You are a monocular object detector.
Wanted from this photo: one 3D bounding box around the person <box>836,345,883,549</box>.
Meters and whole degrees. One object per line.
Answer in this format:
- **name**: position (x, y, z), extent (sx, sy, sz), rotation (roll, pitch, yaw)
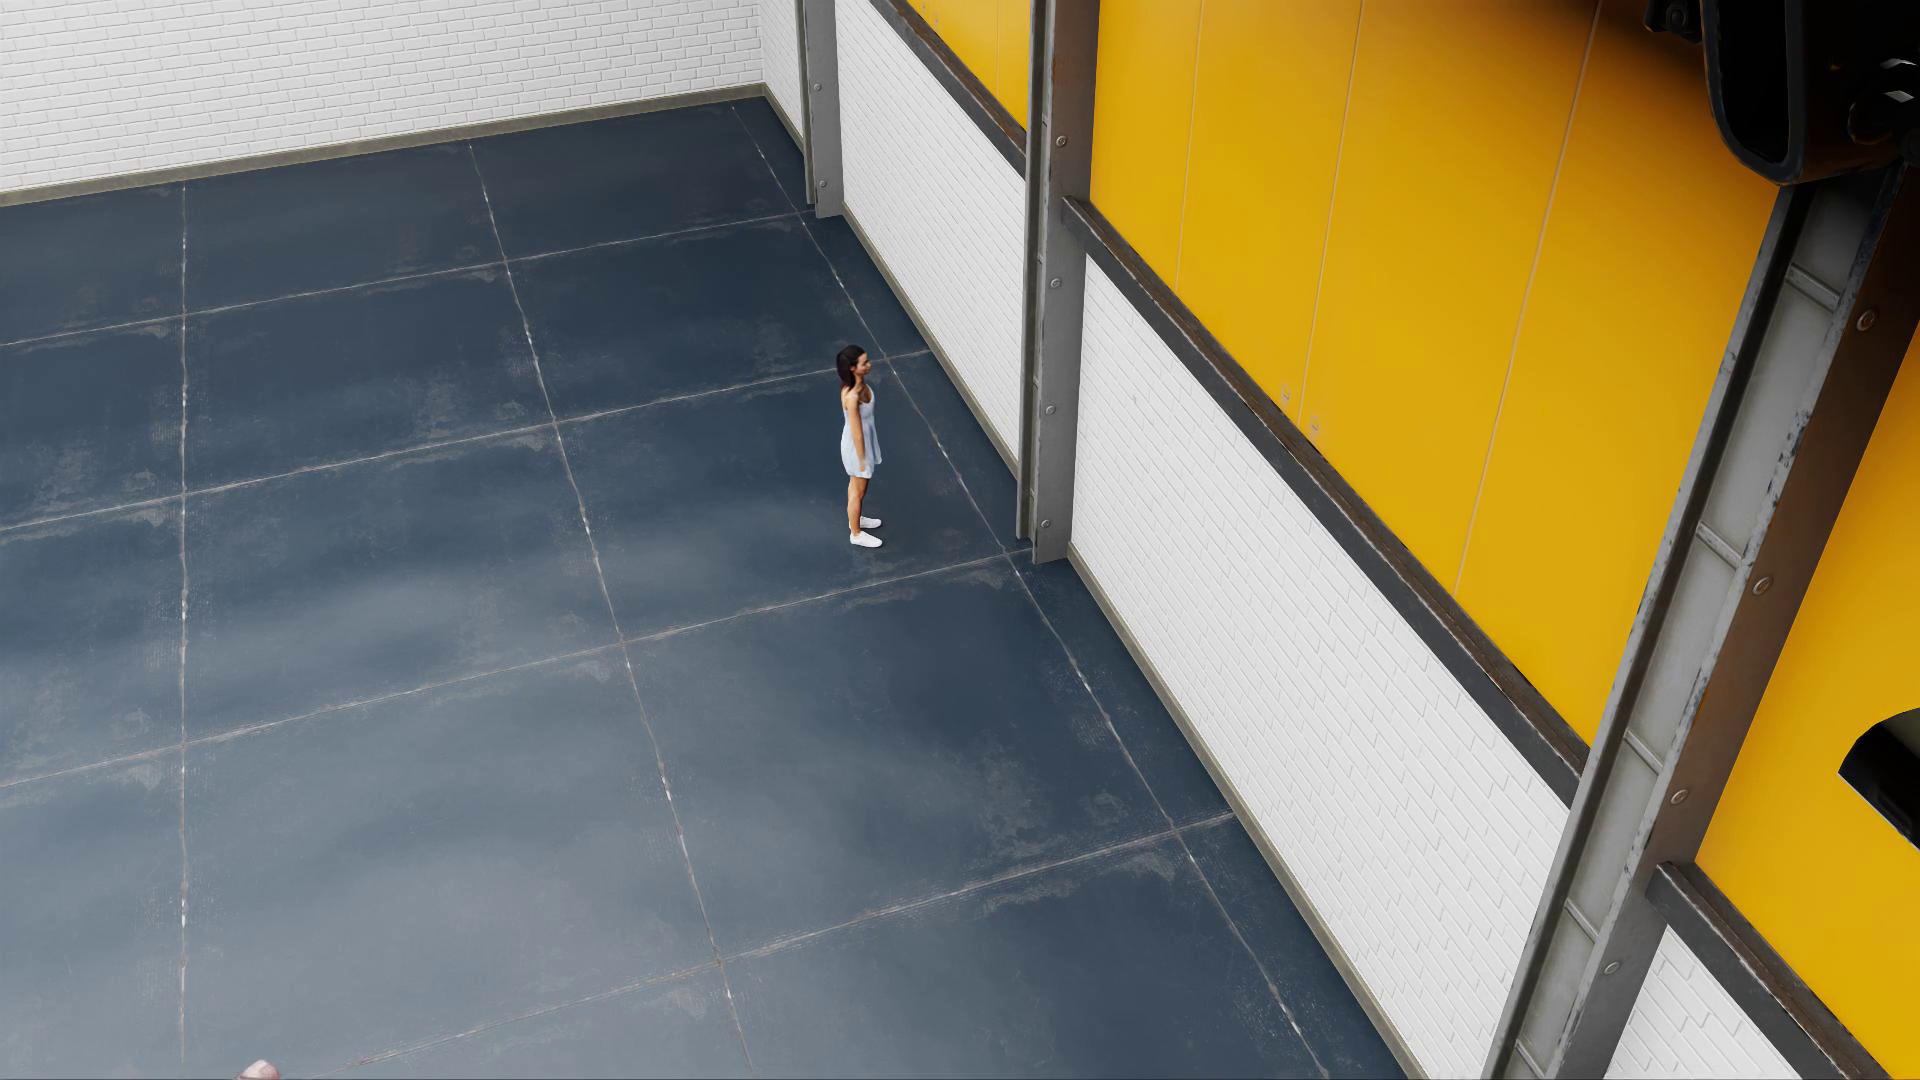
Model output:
- **person**: position (-0.773, -0.726, 12.565), extent (0.712, 1.731, 0.574), rotation (0, 39, -1)
